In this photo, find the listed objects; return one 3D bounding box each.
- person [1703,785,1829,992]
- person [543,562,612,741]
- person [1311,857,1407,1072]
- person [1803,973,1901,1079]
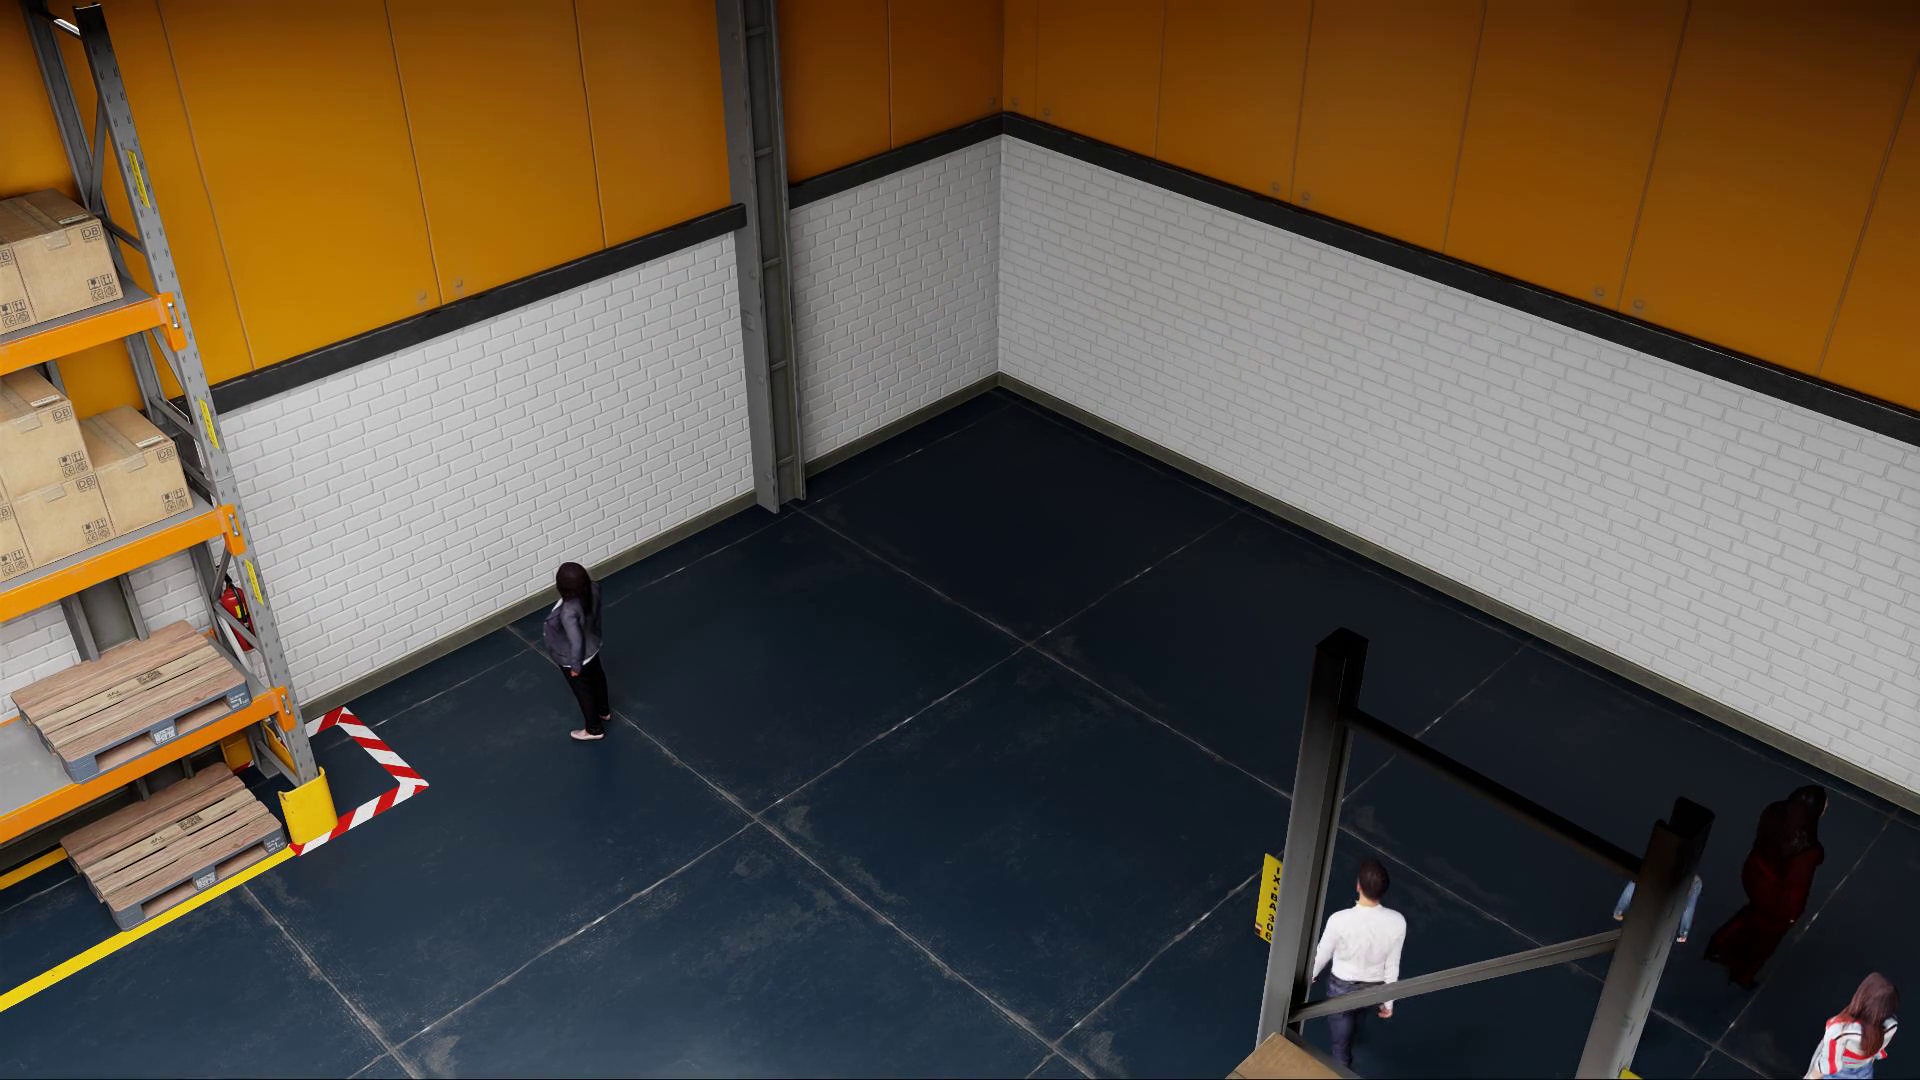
[{"bbox_3d":[5.078,2.221,10.568,0.907,1.746,0.851,-3,34,-5],"label":"person"},{"bbox_3d":[-2.916,0.836,12.786,0.853,1.597,0.771,6,34,9],"label":"person"},{"bbox_3d":[2.338,2.711,9.759,1.190,1.826,1.211,-1,34,-2],"label":"person"},{"bbox_3d":[5.007,3.055,9.433,0.621,1.614,0.722,-6,34,-9],"label":"person"}]
